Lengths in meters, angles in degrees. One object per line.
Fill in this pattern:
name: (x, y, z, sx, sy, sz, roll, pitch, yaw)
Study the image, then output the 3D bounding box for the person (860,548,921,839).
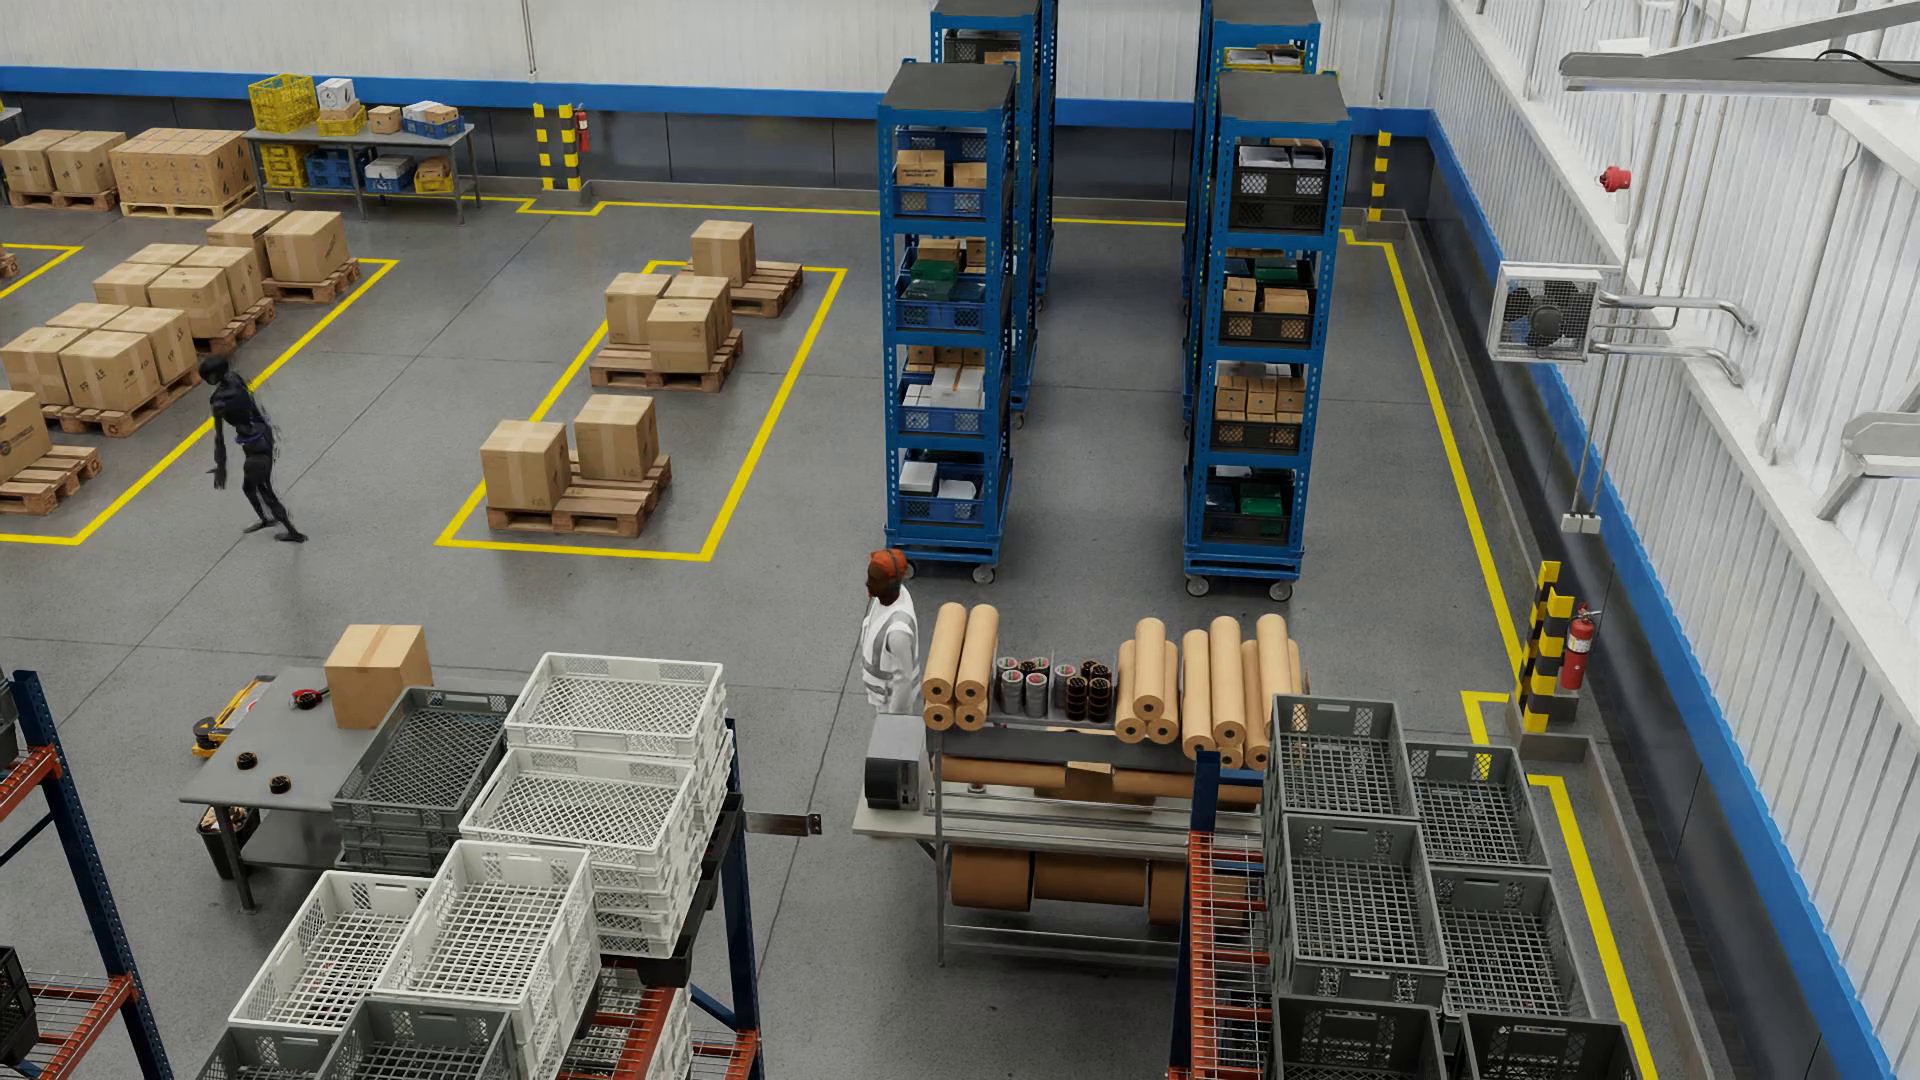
person: (-0.407, 0.870, 9.574, 0.352, 1.883, 0.580, -5, 31, -9)

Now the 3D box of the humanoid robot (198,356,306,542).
humanoid robot: (-5.352, -0.686, 12.481, 0.584, 1.621, 0.639, -6, 31, -11)

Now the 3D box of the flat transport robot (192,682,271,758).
flat transport robot: (-4.089, 1.163, 10.648, 1.431, 0.197, 0.652, 3, 30, 6)
